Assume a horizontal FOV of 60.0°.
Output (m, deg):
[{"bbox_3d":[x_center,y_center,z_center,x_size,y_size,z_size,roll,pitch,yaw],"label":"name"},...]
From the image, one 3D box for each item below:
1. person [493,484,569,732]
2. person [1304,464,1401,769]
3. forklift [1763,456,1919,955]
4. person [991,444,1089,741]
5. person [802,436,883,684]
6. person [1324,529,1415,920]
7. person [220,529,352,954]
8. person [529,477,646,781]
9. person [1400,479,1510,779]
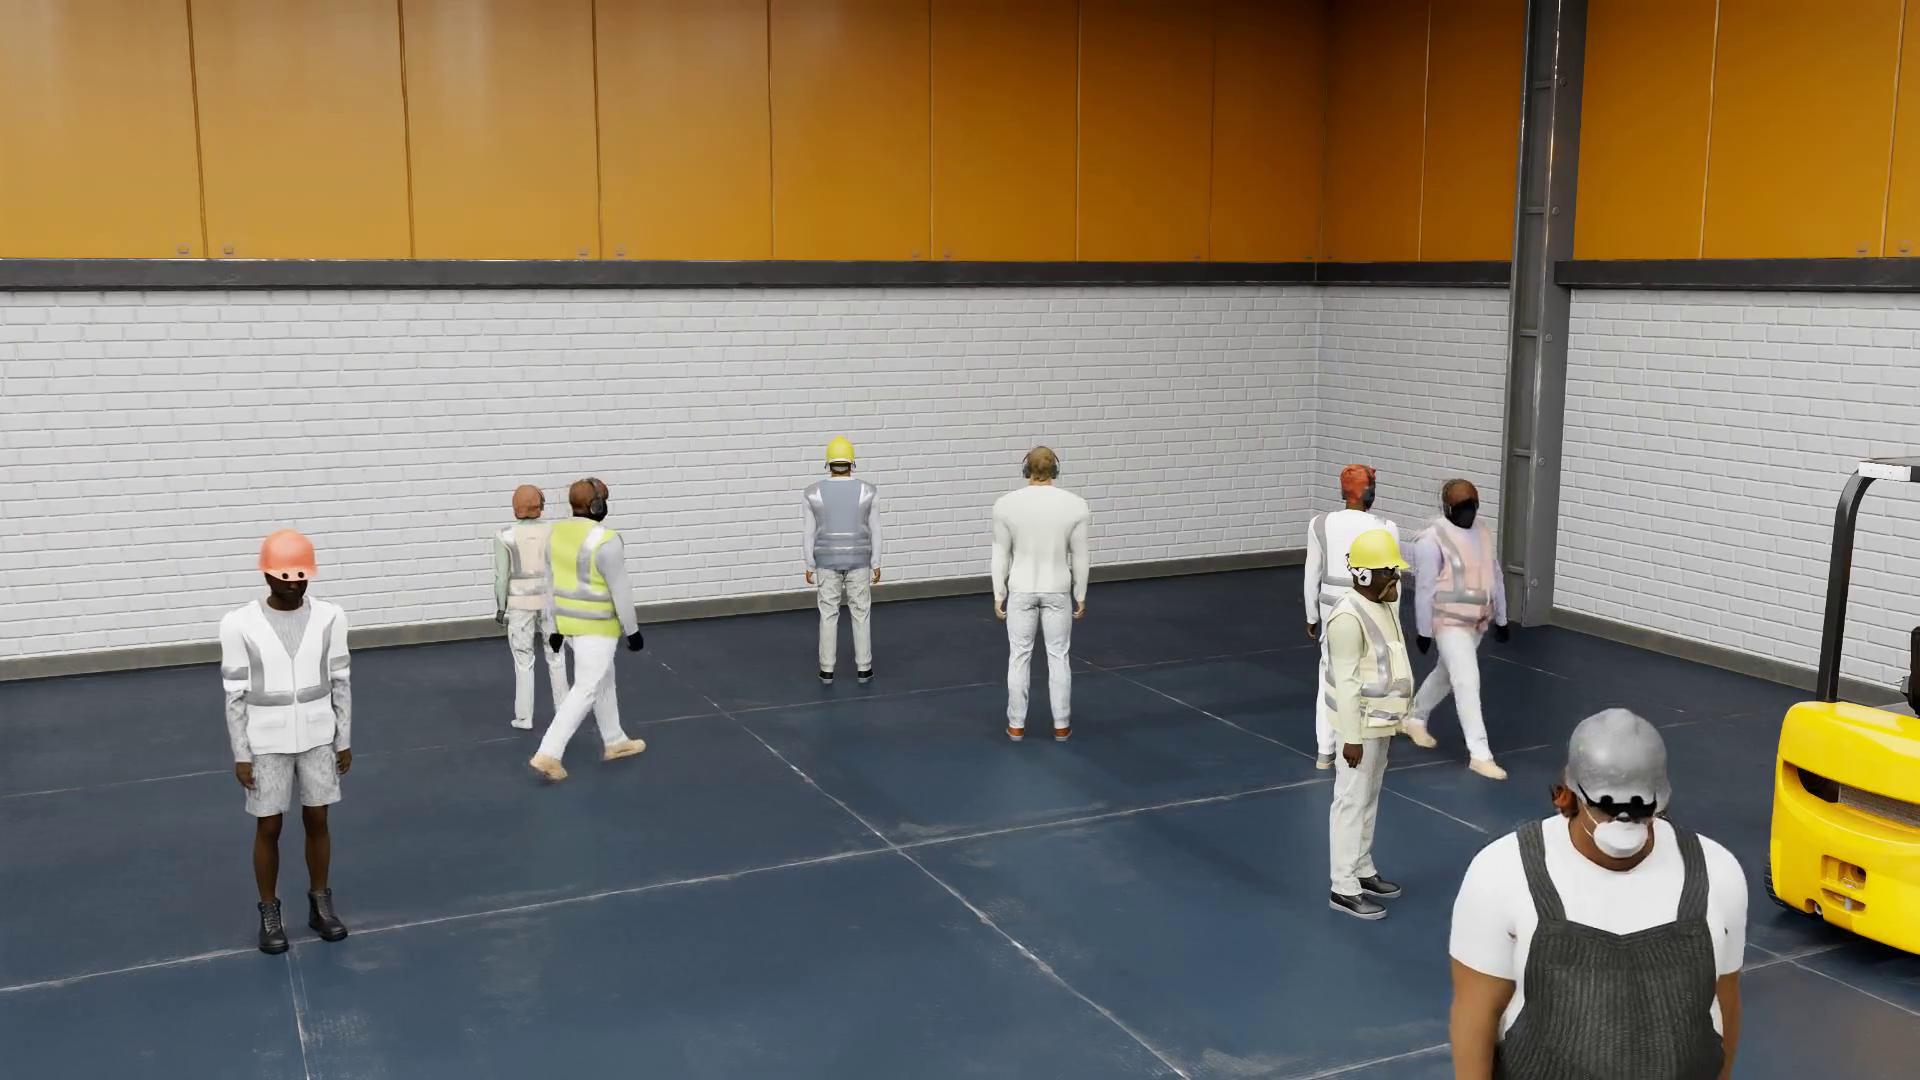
[{"bbox_3d":[-2.826,0.450,11.031,0.517,1.636,0.314,-5,10,-28],"label":"person"},{"bbox_3d":[2.377,0.478,10.090,0.585,1.881,0.337,5,11,31],"label":"person"},{"bbox_3d":[4.857,0.731,7.561,2.313,2.155,1.214,-4,10,-25],"label":"forklift"},{"bbox_3d":[0.515,0.348,10.757,0.632,1.931,0.366,0,9,1],"label":"person"},{"bbox_3d":[-0.863,0.150,12.269,0.590,1.837,0.404,-1,9,-5],"label":"person"},{"bbox_3d":[1.942,0.856,7.903,0.404,1.833,0.590,5,10,28],"label":"person"},{"bbox_3d":[-2.968,0.895,7.415,0.547,1.920,0.422,-6,11,-35],"label":"person"},{"bbox_3d":[-2.285,0.526,10.051,0.625,1.809,0.903,9,13,43],"label":"person"},{"bbox_3d":[3.061,0.497,10.288,0.653,1.800,0.947,-7,11,-36],"label":"person"}]
